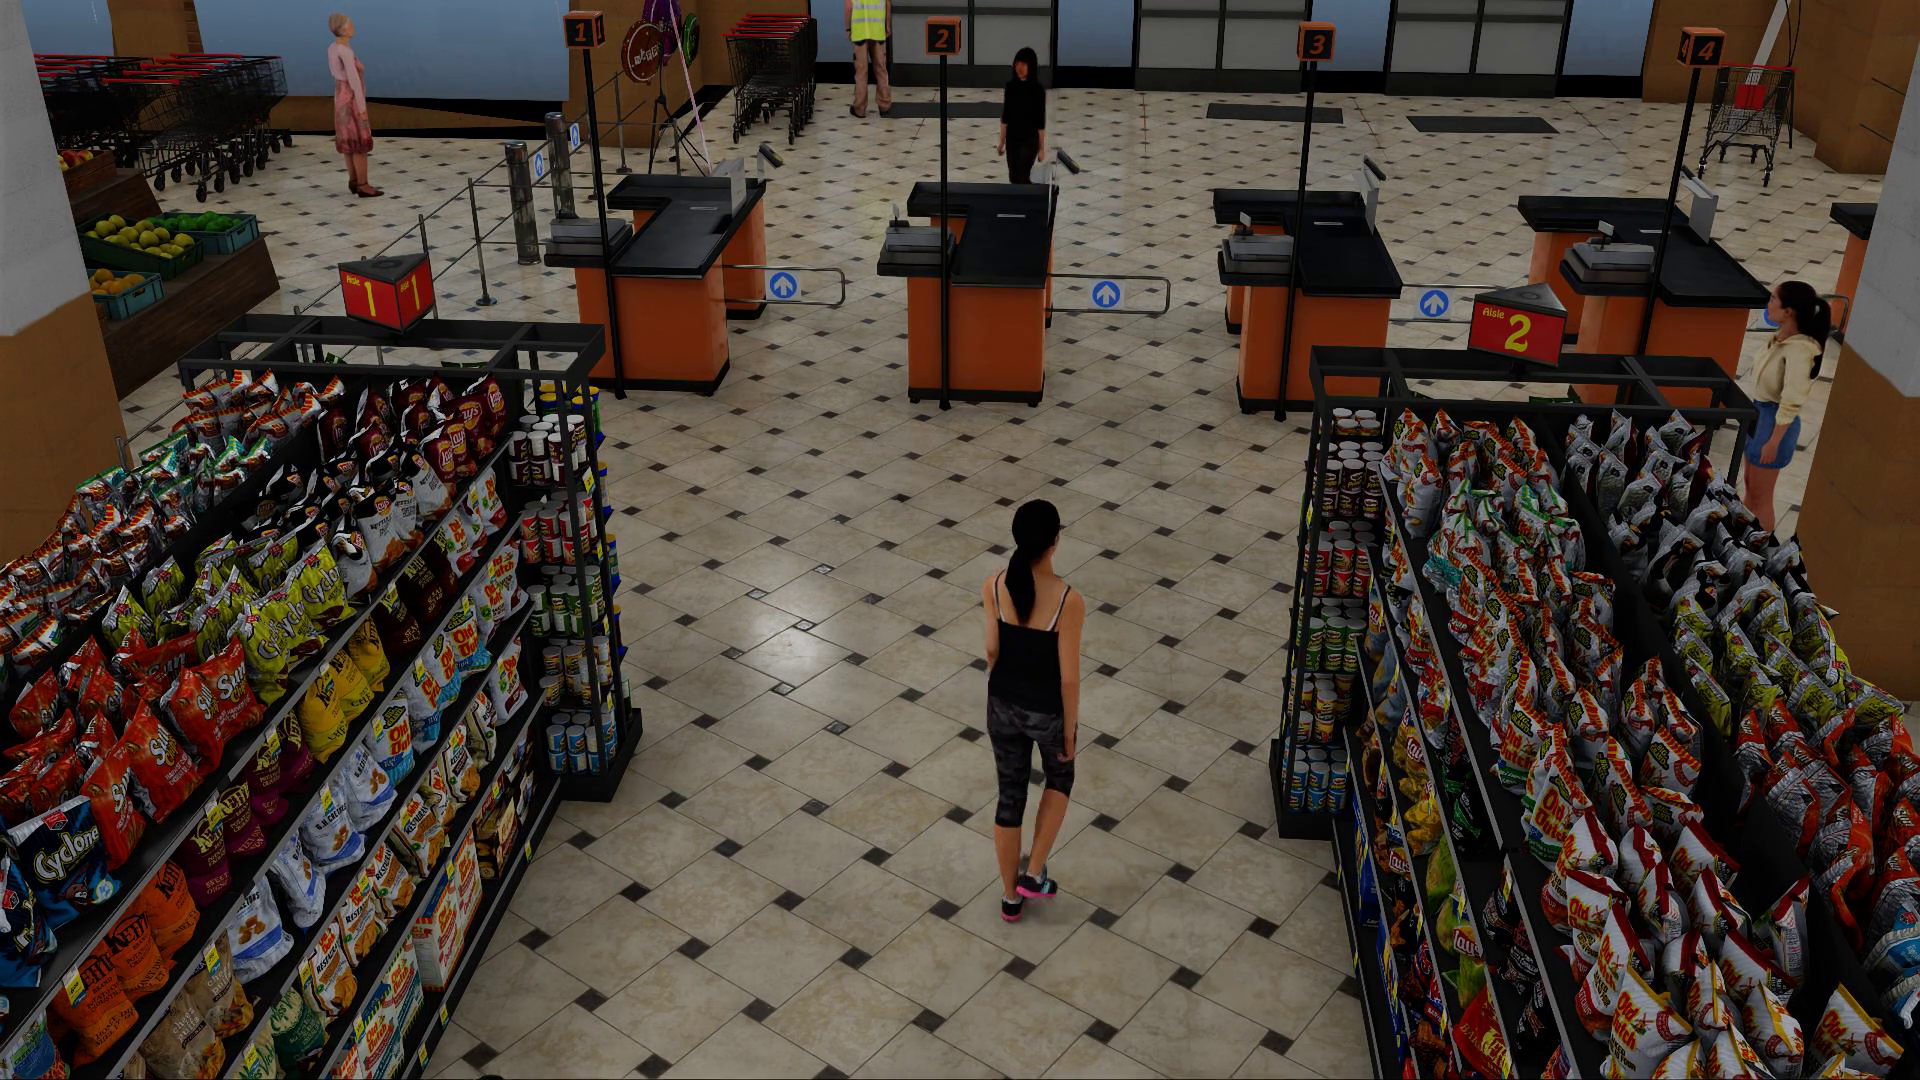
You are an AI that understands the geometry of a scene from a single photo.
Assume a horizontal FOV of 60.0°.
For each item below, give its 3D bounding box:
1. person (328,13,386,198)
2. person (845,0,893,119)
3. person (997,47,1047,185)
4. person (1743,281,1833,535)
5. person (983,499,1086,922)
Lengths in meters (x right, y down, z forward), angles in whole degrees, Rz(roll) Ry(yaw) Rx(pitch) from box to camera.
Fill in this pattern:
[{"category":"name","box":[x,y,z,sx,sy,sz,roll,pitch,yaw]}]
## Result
[{"category":"person","box":[-5.744,-4.095,15.679,0.753,1.691,0.691,-20,33,-34]},{"category":"person","box":[-1.034,-5.692,18.658,0.812,1.846,0.846,-8,28,-15]},{"category":"person","box":[0.583,-3.476,14.538,0.878,1.620,1.062,17,32,30]},{"category":"person","box":[4.319,-0.596,8.847,0.738,1.630,0.544,7,28,14]},{"category":"person","box":[0.222,0.705,6.192,0.632,1.712,0.674,10,28,18]}]
